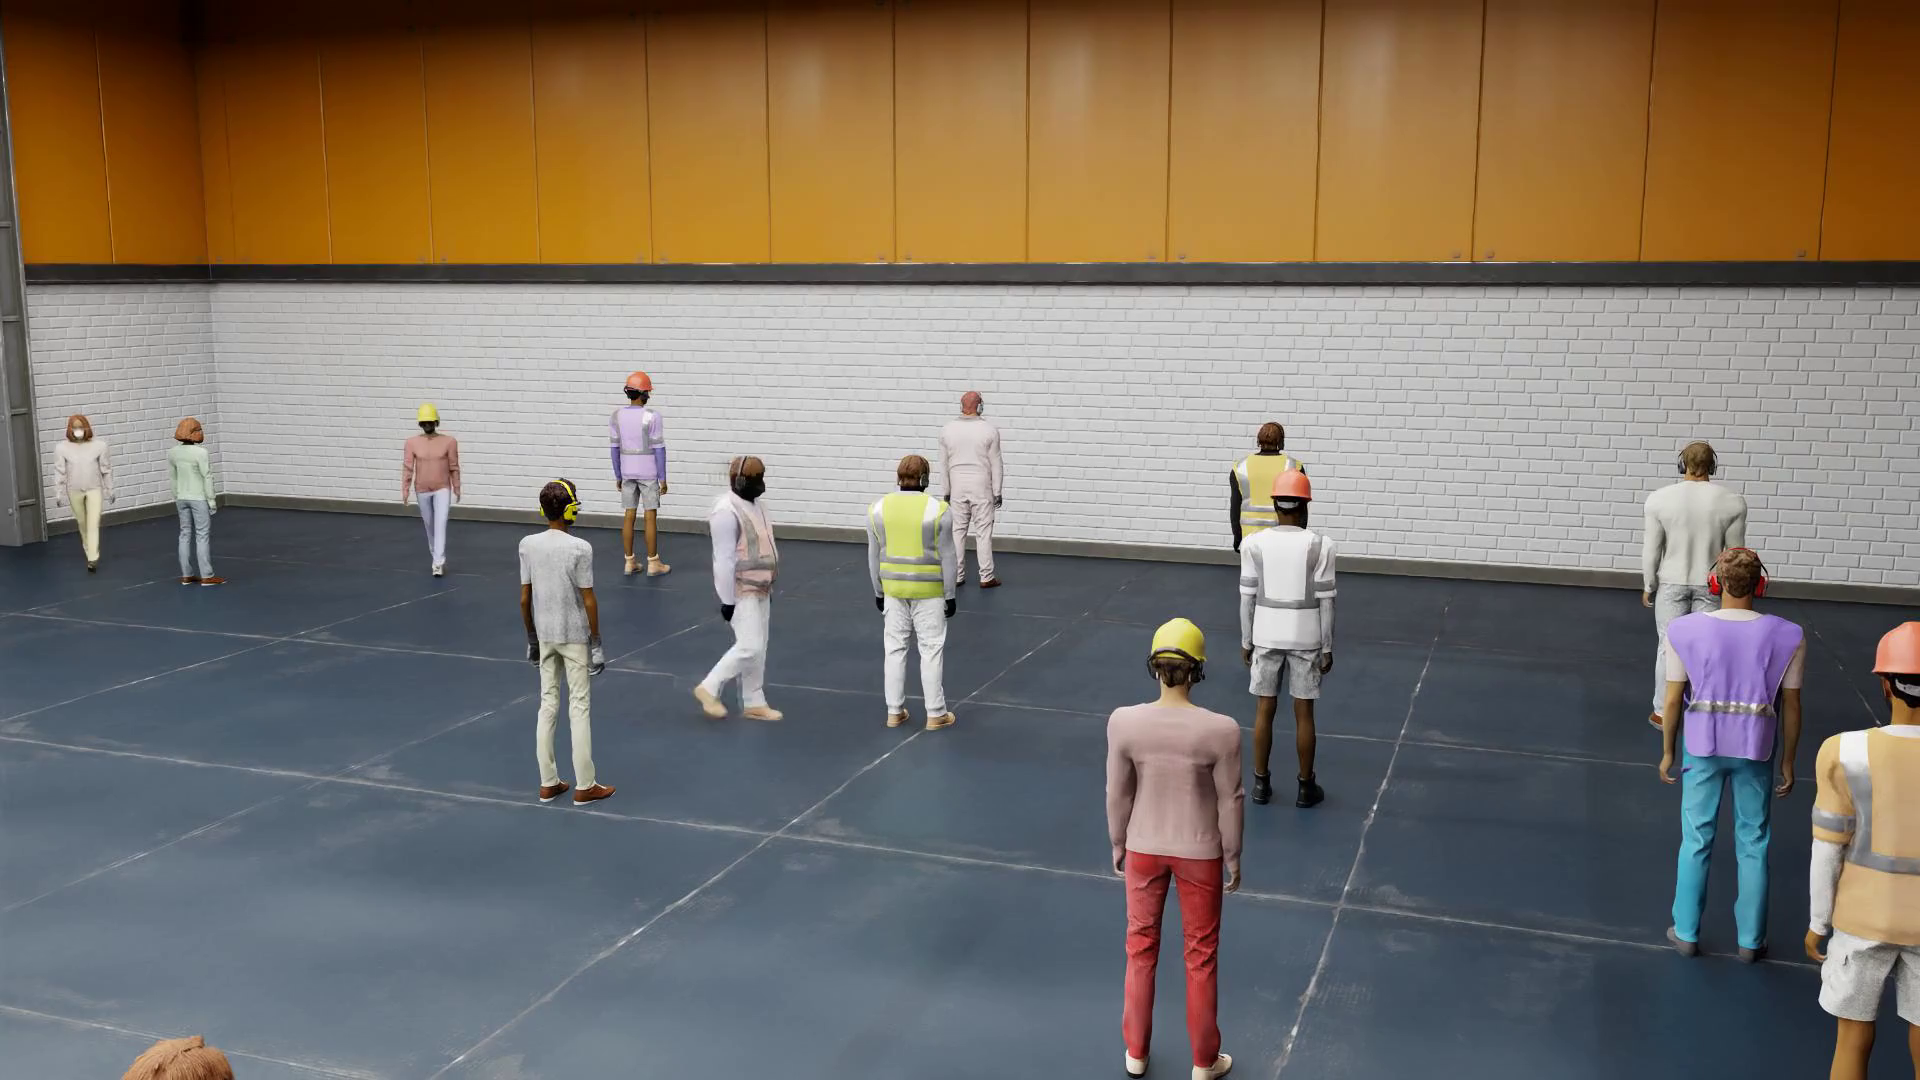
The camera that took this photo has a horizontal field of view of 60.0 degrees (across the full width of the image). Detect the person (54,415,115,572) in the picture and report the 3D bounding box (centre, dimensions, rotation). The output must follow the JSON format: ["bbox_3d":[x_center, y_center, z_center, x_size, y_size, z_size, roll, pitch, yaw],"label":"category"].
[{"bbox_3d":[-8.907,-0.477,16.909,0.518,1.583,0.877,-3,10,-19],"label":"person"}]

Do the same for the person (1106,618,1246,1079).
[{"bbox_3d":[0.805,1.164,6.218,0.522,1.763,0.320,3,10,20],"label":"person"}]

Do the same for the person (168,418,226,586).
[{"bbox_3d":[-7.418,-0.370,16.123,0.497,1.633,0.284,3,10,20],"label":"person"}]

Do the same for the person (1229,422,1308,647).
[{"bbox_3d":[2.483,-0.030,13.377,0.624,1.844,0.429,3,10,20],"label":"person"}]

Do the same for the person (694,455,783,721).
[{"bbox_3d":[-1.455,0.336,11.169,0.479,1.829,0.629,2,9,15],"label":"person"}]

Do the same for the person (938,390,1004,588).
[{"bbox_3d":[0.124,-0.485,15.995,0.640,1.909,0.409,3,10,20],"label":"person"}]

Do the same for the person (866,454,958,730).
[{"bbox_3d":[-0.298,0.347,11.049,0.624,1.840,0.429,3,10,20],"label":"person"}]

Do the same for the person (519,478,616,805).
[{"bbox_3d":[-2.253,0.580,9.498,0.508,1.872,0.329,3,10,20],"label":"person"}]

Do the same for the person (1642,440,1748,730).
[{"bbox_3d":[4.816,0.311,10.968,0.629,1.936,0.373,3,10,20],"label":"person"}]

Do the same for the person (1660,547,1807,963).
[{"bbox_3d":[3.369,0.949,7.303,0.564,1.839,0.390,3,10,20],"label":"person"}]

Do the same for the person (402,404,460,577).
[{"bbox_3d":[-5.318,-0.509,16.731,0.545,1.715,0.924,-2,9,-9],"label":"person"}]

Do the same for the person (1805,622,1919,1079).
[{"bbox_3d":[3.014,1.218,5.358,0.542,1.931,0.366,3,10,20],"label":"person"}]

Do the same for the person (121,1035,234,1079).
[{"bbox_3d":[-1.431,1.723,3.142,0.497,1.633,0.284,3,10,20],"label":"person"}]

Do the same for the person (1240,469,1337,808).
[{"bbox_3d":[1.860,0.559,9.444,0.542,1.931,0.366,3,10,20],"label":"person"}]

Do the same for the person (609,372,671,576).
[{"bbox_3d":[-3.194,-0.658,16.647,0.606,2.044,0.374,3,10,20],"label":"person"}]
